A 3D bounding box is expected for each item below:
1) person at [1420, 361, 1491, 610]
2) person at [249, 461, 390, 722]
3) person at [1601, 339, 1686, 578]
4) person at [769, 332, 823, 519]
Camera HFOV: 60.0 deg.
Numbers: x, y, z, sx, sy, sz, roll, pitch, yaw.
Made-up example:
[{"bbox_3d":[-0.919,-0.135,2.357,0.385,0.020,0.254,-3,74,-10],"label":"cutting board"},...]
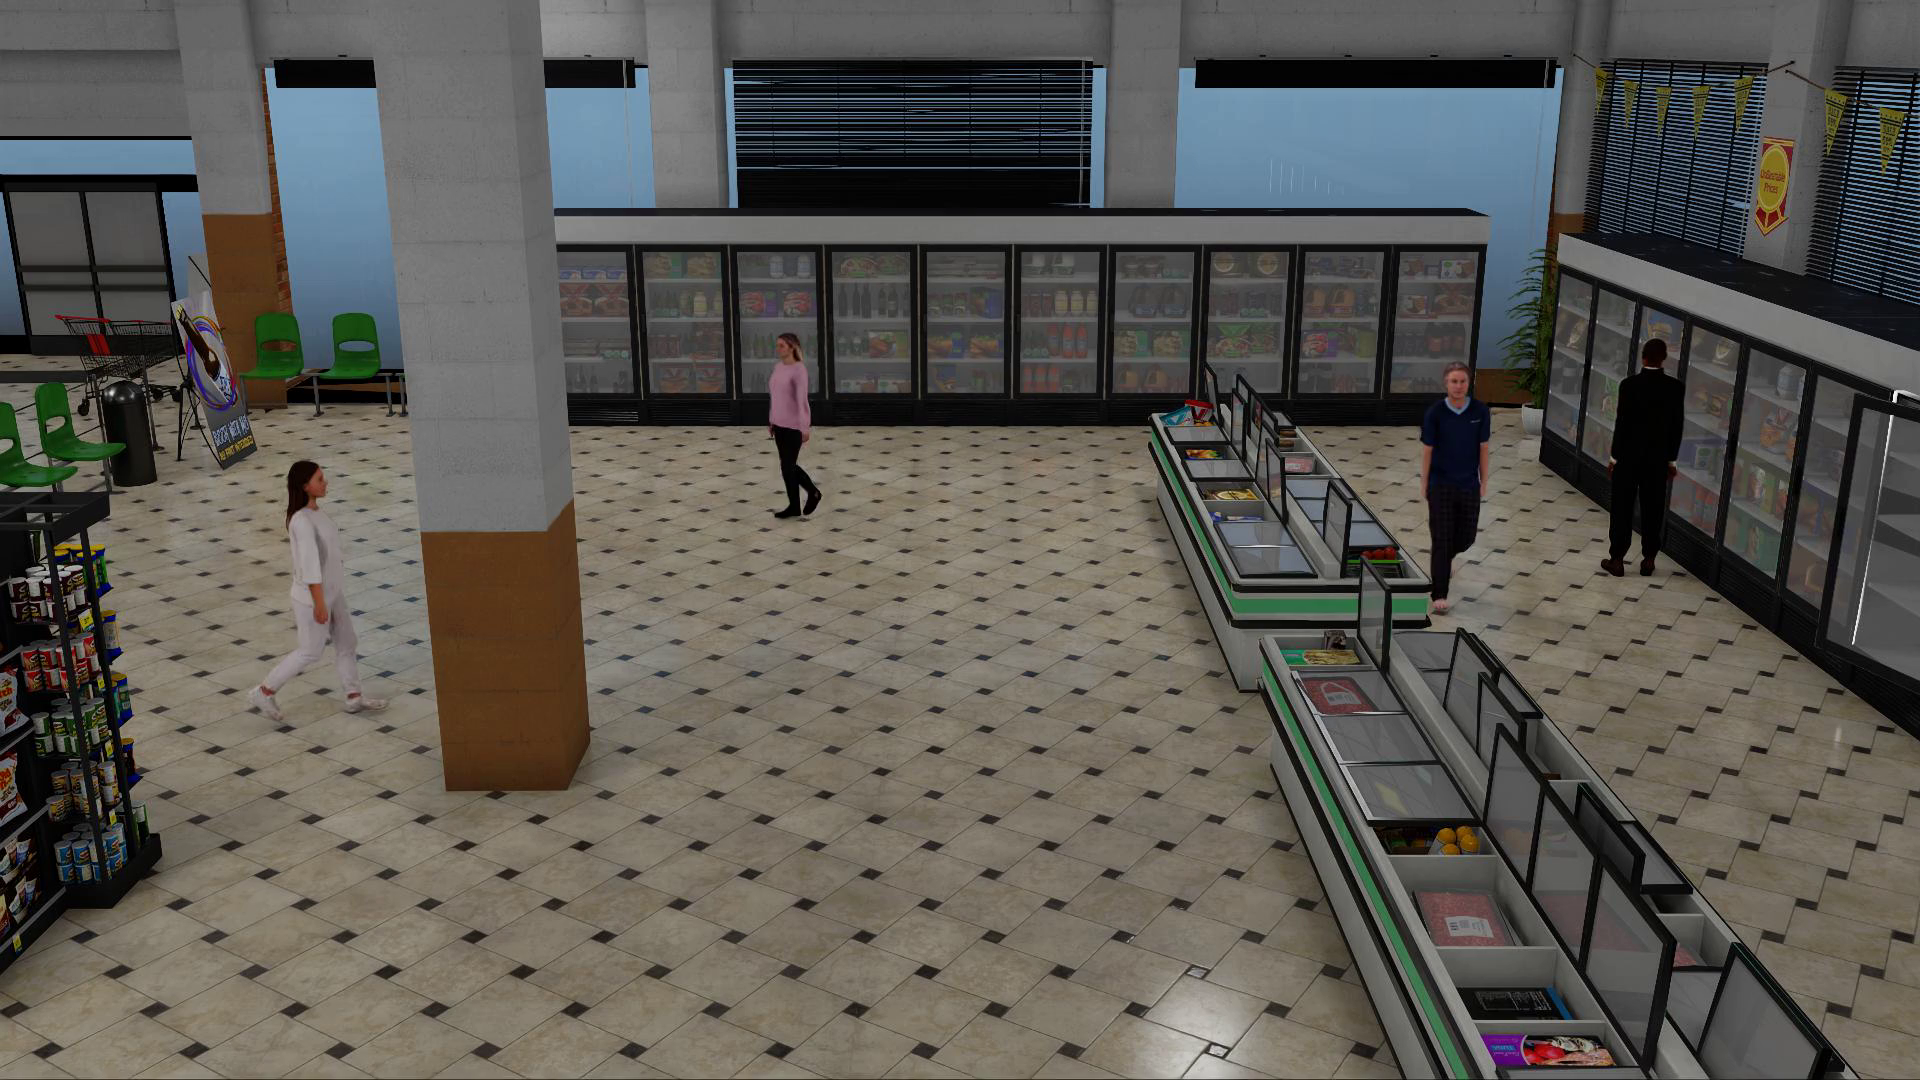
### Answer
[{"bbox_3d":[3.691,-0.424,12.509,0.691,1.849,0.932,1,17,4],"label":"person"},{"bbox_3d":[-4.061,0.347,10.289,0.808,1.663,1.023,-3,17,-11],"label":"person"},{"bbox_3d":[5.408,-0.655,13.172,0.710,1.905,0.645,2,17,7],"label":"person"},{"bbox_3d":[-1.435,-1.020,14.765,0.819,1.678,0.756,-12,21,-34],"label":"person"}]
